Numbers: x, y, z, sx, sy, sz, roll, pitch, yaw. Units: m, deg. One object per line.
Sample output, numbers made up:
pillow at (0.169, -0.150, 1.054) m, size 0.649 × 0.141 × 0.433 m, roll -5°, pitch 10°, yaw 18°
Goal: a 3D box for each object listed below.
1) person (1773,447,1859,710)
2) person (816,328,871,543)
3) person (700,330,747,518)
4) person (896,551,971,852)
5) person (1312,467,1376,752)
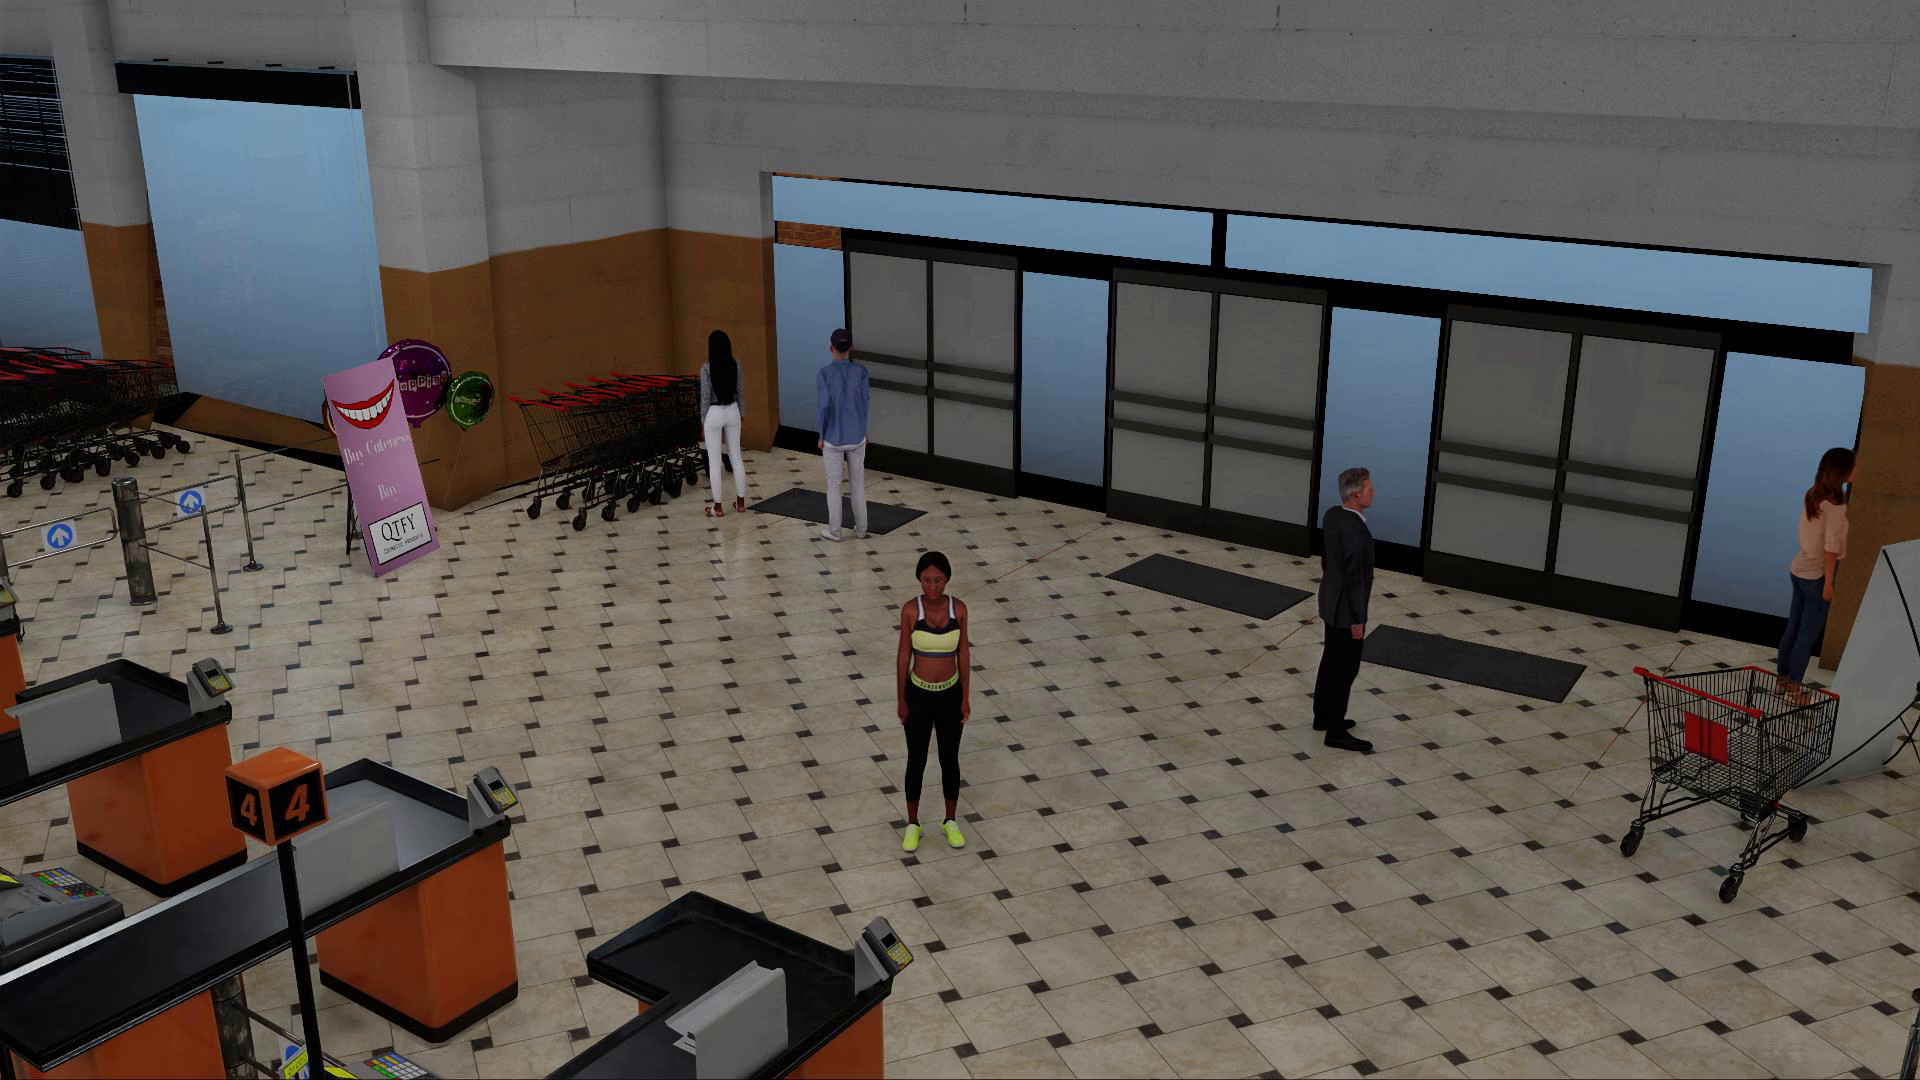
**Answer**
person at (5.738, 0.239, 11.184) m, size 0.727 × 1.792 × 0.614 m, roll 2°, pitch 19°, yaw 7°
person at (-1.013, -0.913, 14.451) m, size 0.689 × 1.888 × 0.800 m, roll -8°, pitch 20°, yaw -23°
person at (-2.170, -1.077, 15.191) m, size 0.585 × 1.725 × 0.729 m, roll -12°, pitch 22°, yaw -31°
person at (-0.148, 0.890, 9.310) m, size 0.642 × 1.755 × 0.697 m, roll -3°, pitch 19°, yaw -8°
person at (2.461, 0.412, 10.595) m, size 0.868 × 1.841 × 0.777 m, roll -1°, pitch 19°, yaw -4°
